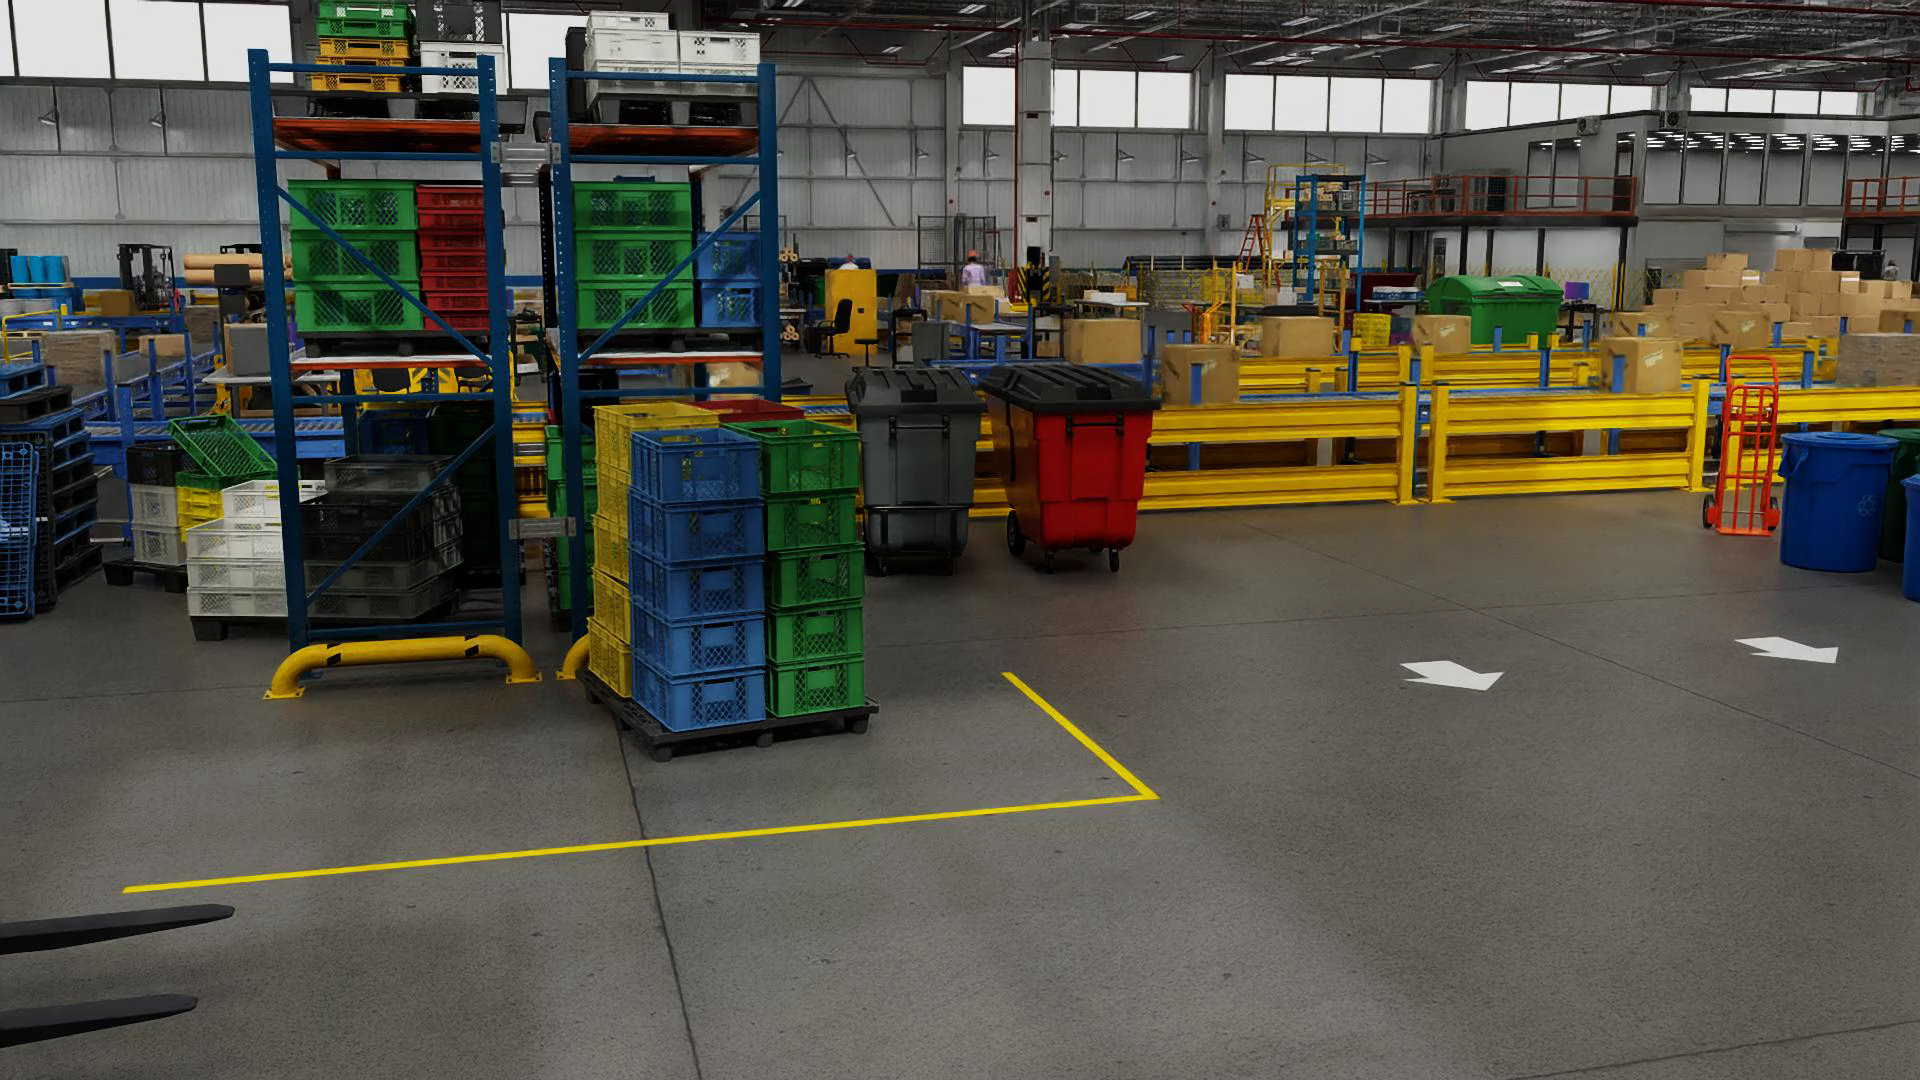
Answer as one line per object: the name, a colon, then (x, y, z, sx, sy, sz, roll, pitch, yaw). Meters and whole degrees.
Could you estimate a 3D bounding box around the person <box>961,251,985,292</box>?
person: (0.288, -6.393, 42.667, 0.631, 1.985, 1.068, -7, 12, -33)

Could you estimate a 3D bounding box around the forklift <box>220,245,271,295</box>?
forklift: (-17.749, -6.334, 41.440, 1.157, 1.987, 2.680, -3, 10, -17)

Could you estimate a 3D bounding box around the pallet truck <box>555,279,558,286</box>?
pallet truck: (-10.604, -6.375, 44.520, 0.653, 1.274, 1.630, -3, 10, -15)

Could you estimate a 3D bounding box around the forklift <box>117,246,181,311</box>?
forklift: (-19.966, -6.232, 40.894, 1.157, 1.987, 2.680, -3, 10, -15)

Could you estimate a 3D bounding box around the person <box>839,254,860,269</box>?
person: (-3.292, -7.564, 49.593, 0.655, 1.894, 0.540, 3, 10, 15)
